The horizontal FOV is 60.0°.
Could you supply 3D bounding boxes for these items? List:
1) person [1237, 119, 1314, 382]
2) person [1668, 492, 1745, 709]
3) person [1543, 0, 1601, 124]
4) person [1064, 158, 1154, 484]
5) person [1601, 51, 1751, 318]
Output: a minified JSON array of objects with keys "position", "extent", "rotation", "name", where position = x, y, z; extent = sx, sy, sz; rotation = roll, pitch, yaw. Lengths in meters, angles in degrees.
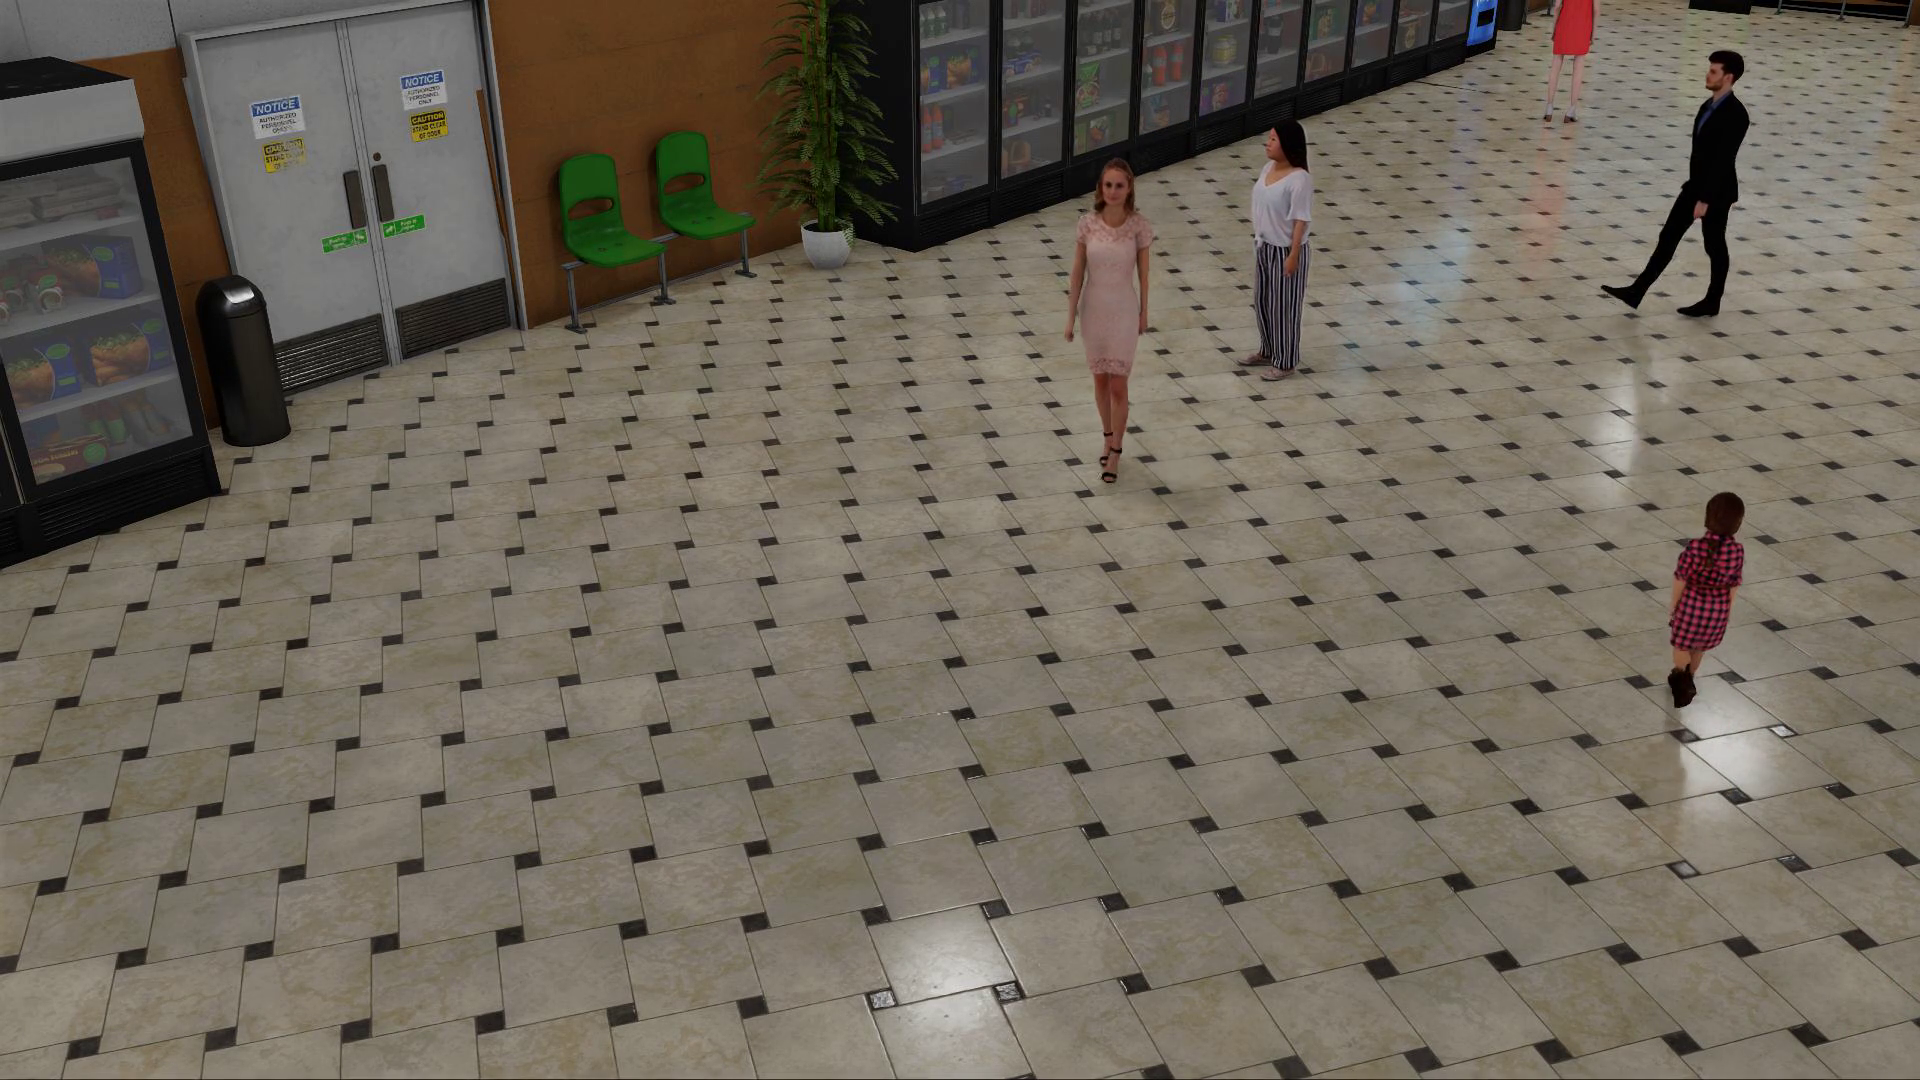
[{"position":[2.062,-1.868,10.690],"extent":[0.855,1.679,0.754],"rotation":[-8,28,-16],"name":"person"},{"position":[3.214,0.278,7.194],"extent":[0.637,1.013,0.643],"rotation":[5,27,10],"name":"person"},{"position":[6.344,-5.258,17.210],"extent":[0.518,1.828,0.692],"rotation":[13,30,24],"name":"person"},{"position":[0.856,-1.260,9.345],"extent":[0.792,1.811,0.791],"rotation":[9,28,18],"name":"person"},{"position":[5.311,-2.410,11.632],"extent":[1.203,1.793,1.126],"rotation":[-1,27,-2],"name":"person"}]
